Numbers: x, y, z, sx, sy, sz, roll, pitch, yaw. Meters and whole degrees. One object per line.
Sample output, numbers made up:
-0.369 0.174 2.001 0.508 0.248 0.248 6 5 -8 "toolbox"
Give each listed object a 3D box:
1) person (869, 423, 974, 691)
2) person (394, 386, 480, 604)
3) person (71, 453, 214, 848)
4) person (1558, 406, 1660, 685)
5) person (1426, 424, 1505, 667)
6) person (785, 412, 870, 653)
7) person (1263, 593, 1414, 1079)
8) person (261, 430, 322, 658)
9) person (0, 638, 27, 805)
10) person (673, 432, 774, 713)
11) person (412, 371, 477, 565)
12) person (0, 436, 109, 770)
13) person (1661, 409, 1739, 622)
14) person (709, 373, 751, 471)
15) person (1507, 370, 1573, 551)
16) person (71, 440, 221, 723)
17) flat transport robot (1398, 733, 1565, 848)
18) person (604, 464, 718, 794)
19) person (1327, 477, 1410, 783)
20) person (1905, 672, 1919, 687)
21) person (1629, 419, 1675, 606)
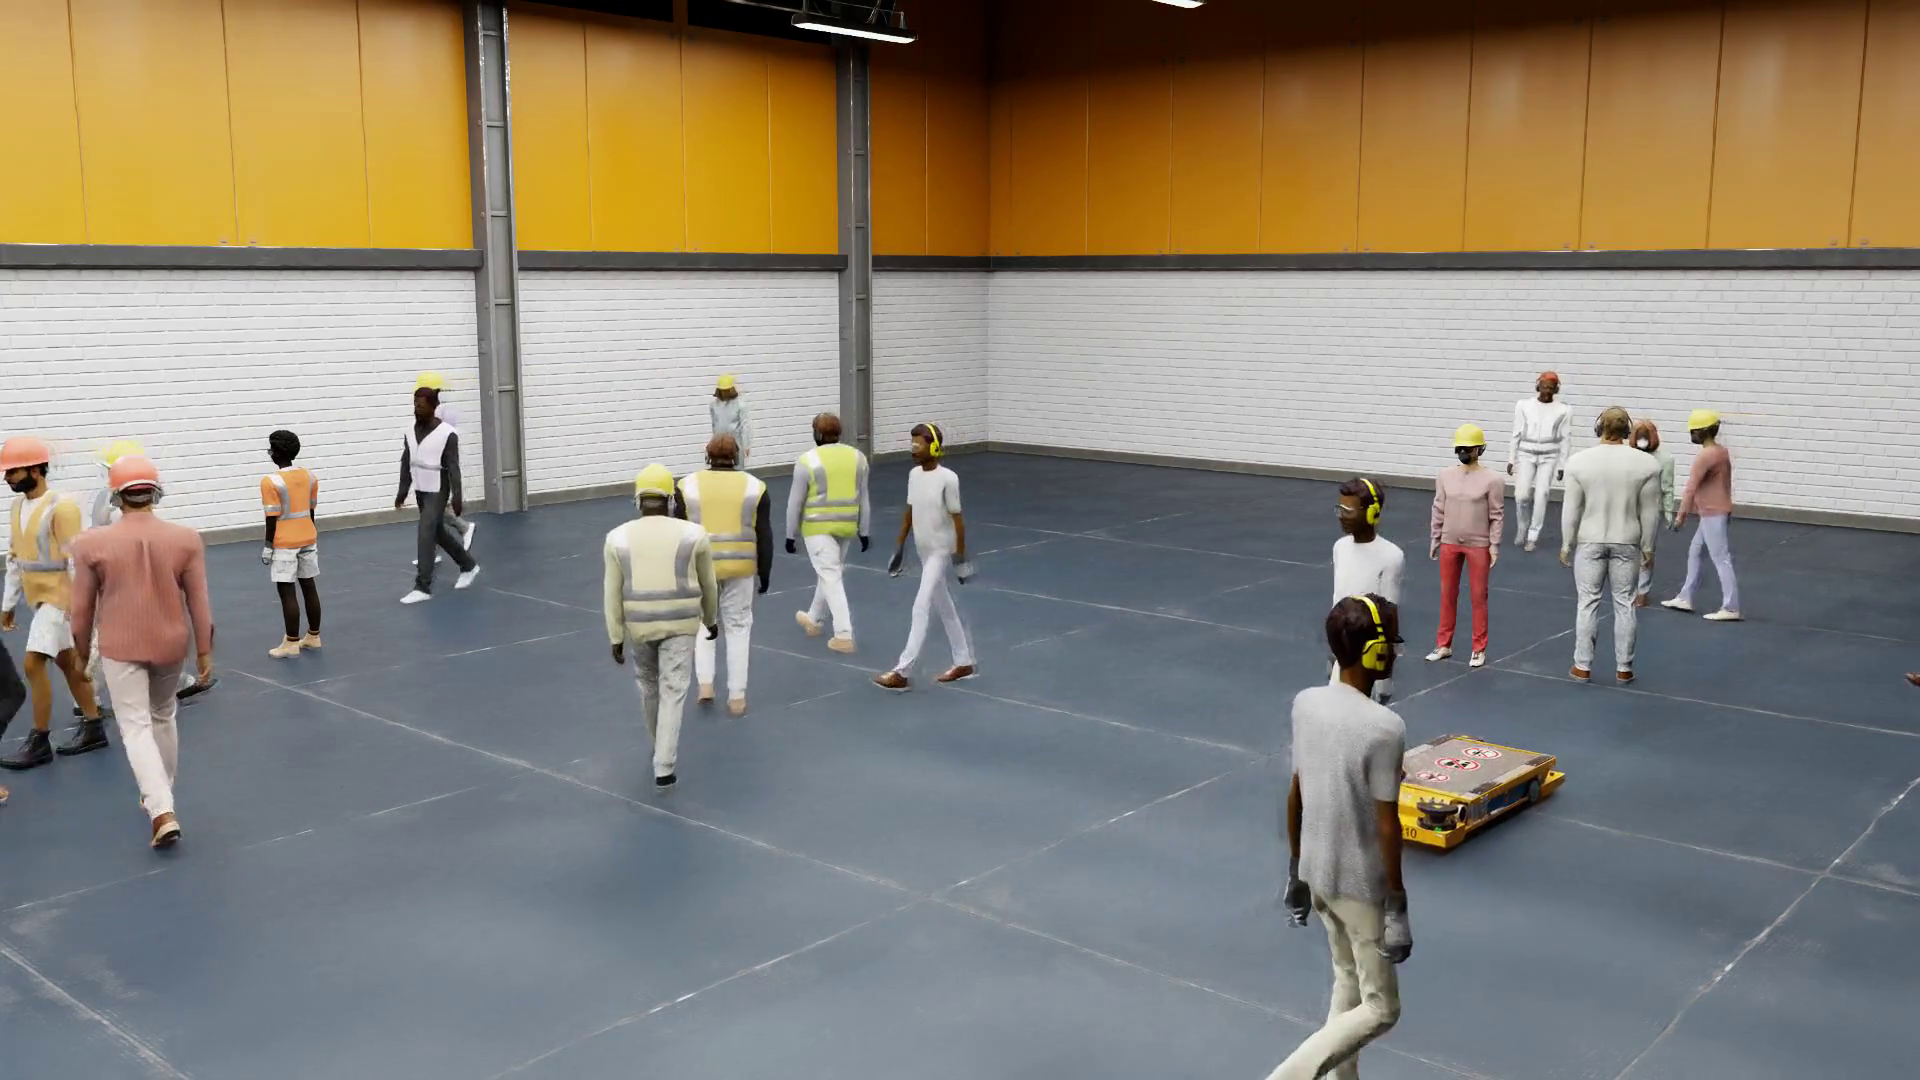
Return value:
-0.272 0.118 11.381 0.957 1.823 0.504 -6 11 -31 "person"
-4.617 -0.432 14.693 0.600 1.883 0.951 6 11 33 "person"
-4.092 0.537 8.370 0.613 1.956 0.968 -8 12 -42 "person"
4.489 0.043 11.528 0.645 1.938 0.356 2 9 14 "person"
3.669 0.037 12.091 0.531 1.768 0.311 7 11 37 "person"
-1.052 -0.079 12.729 0.650 1.789 0.944 -7 11 -37 "person"
1.179 1.089 5.221 0.610 1.852 0.535 -4 10 -22 "person"
-4.980 0.027 12.367 0.317 1.696 0.539 3 10 18 "person"
-5.234 0.463 8.738 0.648 1.978 0.440 5 10 27 "person"
-1.557 0.211 10.844 0.692 1.820 0.516 -2 9 -10 "person"
-5.118 -0.723 16.406 0.599 1.908 0.679 9 12 43 "person"
-5.375 0.358 9.615 0.558 1.901 0.806 6 11 33 "person"
6.115 -0.209 13.724 0.783 1.717 0.546 8 12 42 "person"
-2.718 -1.171 19.941 0.500 1.694 0.809 2 9 9 "person"
5.929 -0.803 17.044 0.607 1.865 0.403 4 10 22 "person"
-5.298 0.257 10.658 0.921 1.784 0.600 -6 11 -32 "person"
2.610 1.300 8.834 0.652 0.197 1.431 8 12 42 "flat transport robot"
-1.663 0.460 9.362 0.588 1.778 0.937 0 9 1 "person"
2.032 0.598 8.309 0.570 1.854 0.514 -4 10 -25 "person"
6.832 0.206 10.810 1.030 1.838 0.667 1 9 9 "person"
5.879 -0.252 14.353 0.529 1.614 0.421 4 10 26 "person"
